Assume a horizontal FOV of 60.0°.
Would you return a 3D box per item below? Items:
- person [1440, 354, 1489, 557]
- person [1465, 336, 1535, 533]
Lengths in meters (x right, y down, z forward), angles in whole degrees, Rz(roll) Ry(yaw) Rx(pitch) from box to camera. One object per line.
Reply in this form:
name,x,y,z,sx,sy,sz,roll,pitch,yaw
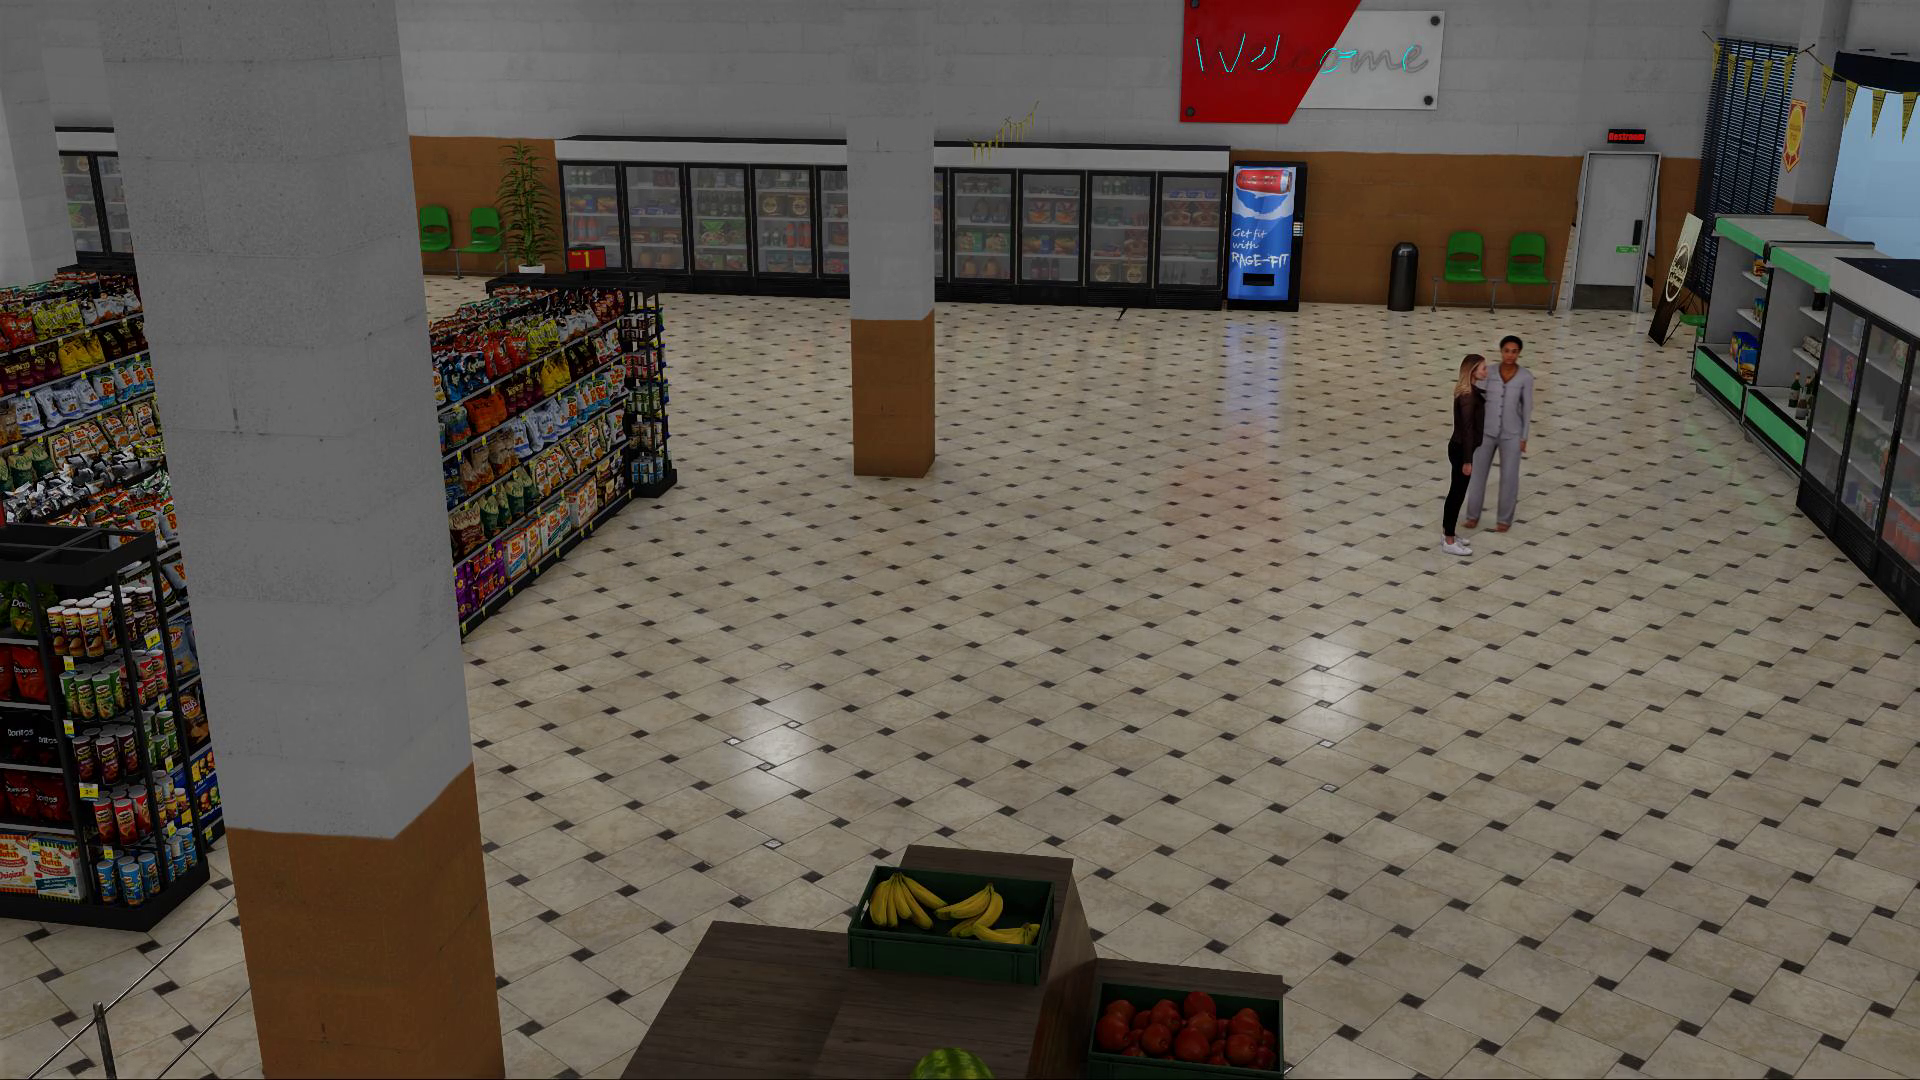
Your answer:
person,4.230,-0.734,14.005,0.675,1.704,0.442,4,19,13
person,4.739,-0.947,14.594,0.680,1.731,0.623,8,20,23
